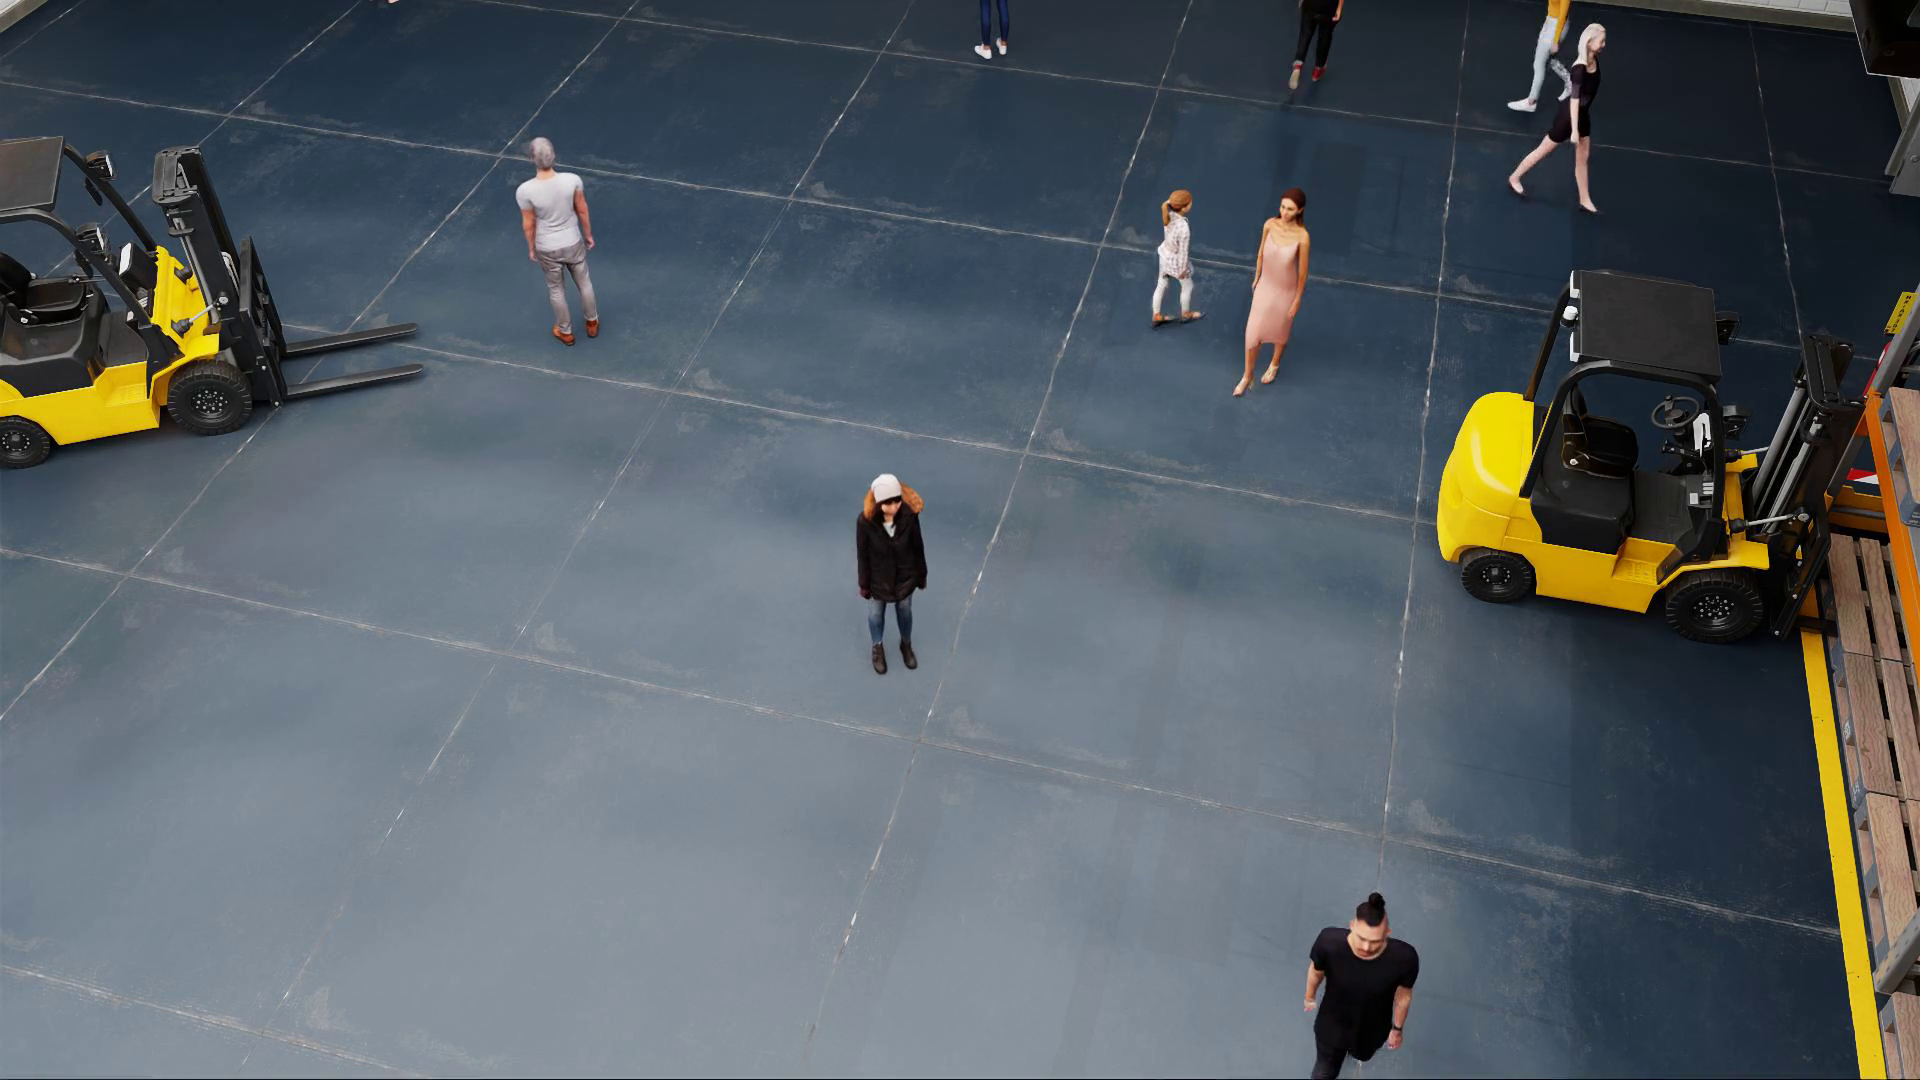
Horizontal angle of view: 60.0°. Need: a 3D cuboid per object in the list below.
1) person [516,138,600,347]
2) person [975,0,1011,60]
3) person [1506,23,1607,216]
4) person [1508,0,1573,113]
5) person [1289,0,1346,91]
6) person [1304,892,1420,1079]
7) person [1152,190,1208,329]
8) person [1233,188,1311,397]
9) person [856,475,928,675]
[{"bbox_3d":[-3.241,-2.405,13.489,0.761,1.825,0.800,-18,46,-18],"label":"person"},{"bbox_3d":[0.342,-5.834,17.125,0.667,1.775,0.699,-16,46,-16],"label":"person"},{"bbox_3d":[5.400,-3.779,14.967,0.942,1.777,1.184,25,49,24],"label":"person"},{"bbox_3d":[5.901,-4.968,16.247,0.681,1.732,0.848,8,44,8],"label":"person"},{"bbox_3d":[3.587,-5.338,16.630,0.729,1.739,1.010,18,46,18],"label":"person"},{"bbox_3d":[2.027,2.339,8.495,0.698,1.844,1.078,9,44,9],"label":"person"},{"bbox_3d":[1.710,-2.305,13.765,0.806,1.300,0.757,-17,46,-17],"label":"person"},{"bbox_3d":[2.550,-1.995,13.064,0.762,1.818,0.881,26,49,25],"label":"person"},{"bbox_3d":[-0.482,0.200,10.892,0.731,1.636,0.760,-10,45,-11],"label":"person"}]
